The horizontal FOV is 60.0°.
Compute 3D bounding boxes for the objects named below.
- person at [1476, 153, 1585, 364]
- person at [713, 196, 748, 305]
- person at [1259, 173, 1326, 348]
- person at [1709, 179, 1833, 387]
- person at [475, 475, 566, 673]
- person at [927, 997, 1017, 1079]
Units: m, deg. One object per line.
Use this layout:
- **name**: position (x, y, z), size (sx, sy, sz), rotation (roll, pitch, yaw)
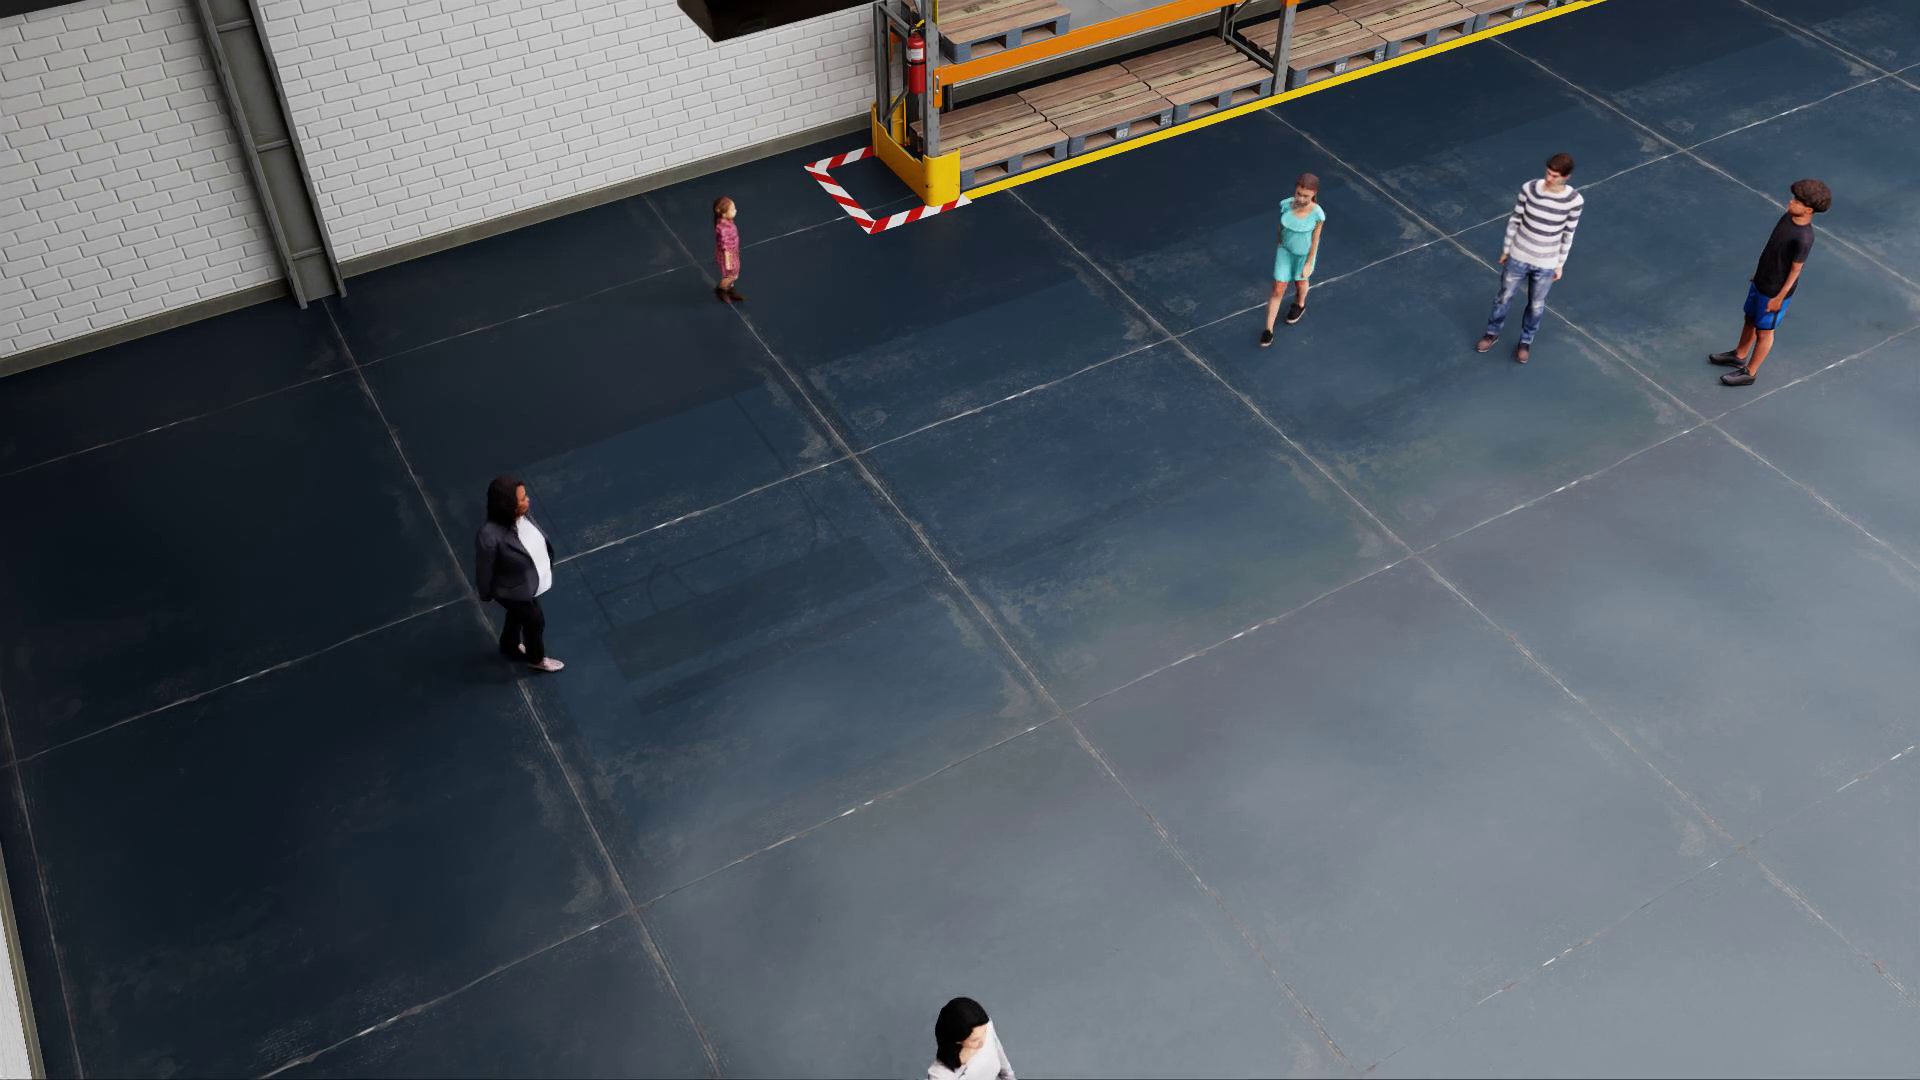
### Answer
- **person**: position (4.523, -2.248, 13.087), size (0.726, 1.849, 0.724), rotation (21, 47, 21)
- **person**: position (-1.982, -2.402, 13.852), size (0.577, 1.018, 0.522), rotation (-1, 44, -1)
- **person**: position (2.739, -2.335, 13.421), size (0.878, 1.516, 1.082), rotation (25, 49, 24)
- **person**: position (6.303, -1.994, 12.858), size (0.737, 1.799, 0.713), rotation (1, 44, 1)
- **person**: position (-2.923, 0.234, 10.683), size (0.938, 1.573, 0.880), rotation (12, 45, 13)
- **person**: position (-0.058, 2.666, 8.055), size (0.952, 1.675, 0.966), rotation (21, 47, 20)
